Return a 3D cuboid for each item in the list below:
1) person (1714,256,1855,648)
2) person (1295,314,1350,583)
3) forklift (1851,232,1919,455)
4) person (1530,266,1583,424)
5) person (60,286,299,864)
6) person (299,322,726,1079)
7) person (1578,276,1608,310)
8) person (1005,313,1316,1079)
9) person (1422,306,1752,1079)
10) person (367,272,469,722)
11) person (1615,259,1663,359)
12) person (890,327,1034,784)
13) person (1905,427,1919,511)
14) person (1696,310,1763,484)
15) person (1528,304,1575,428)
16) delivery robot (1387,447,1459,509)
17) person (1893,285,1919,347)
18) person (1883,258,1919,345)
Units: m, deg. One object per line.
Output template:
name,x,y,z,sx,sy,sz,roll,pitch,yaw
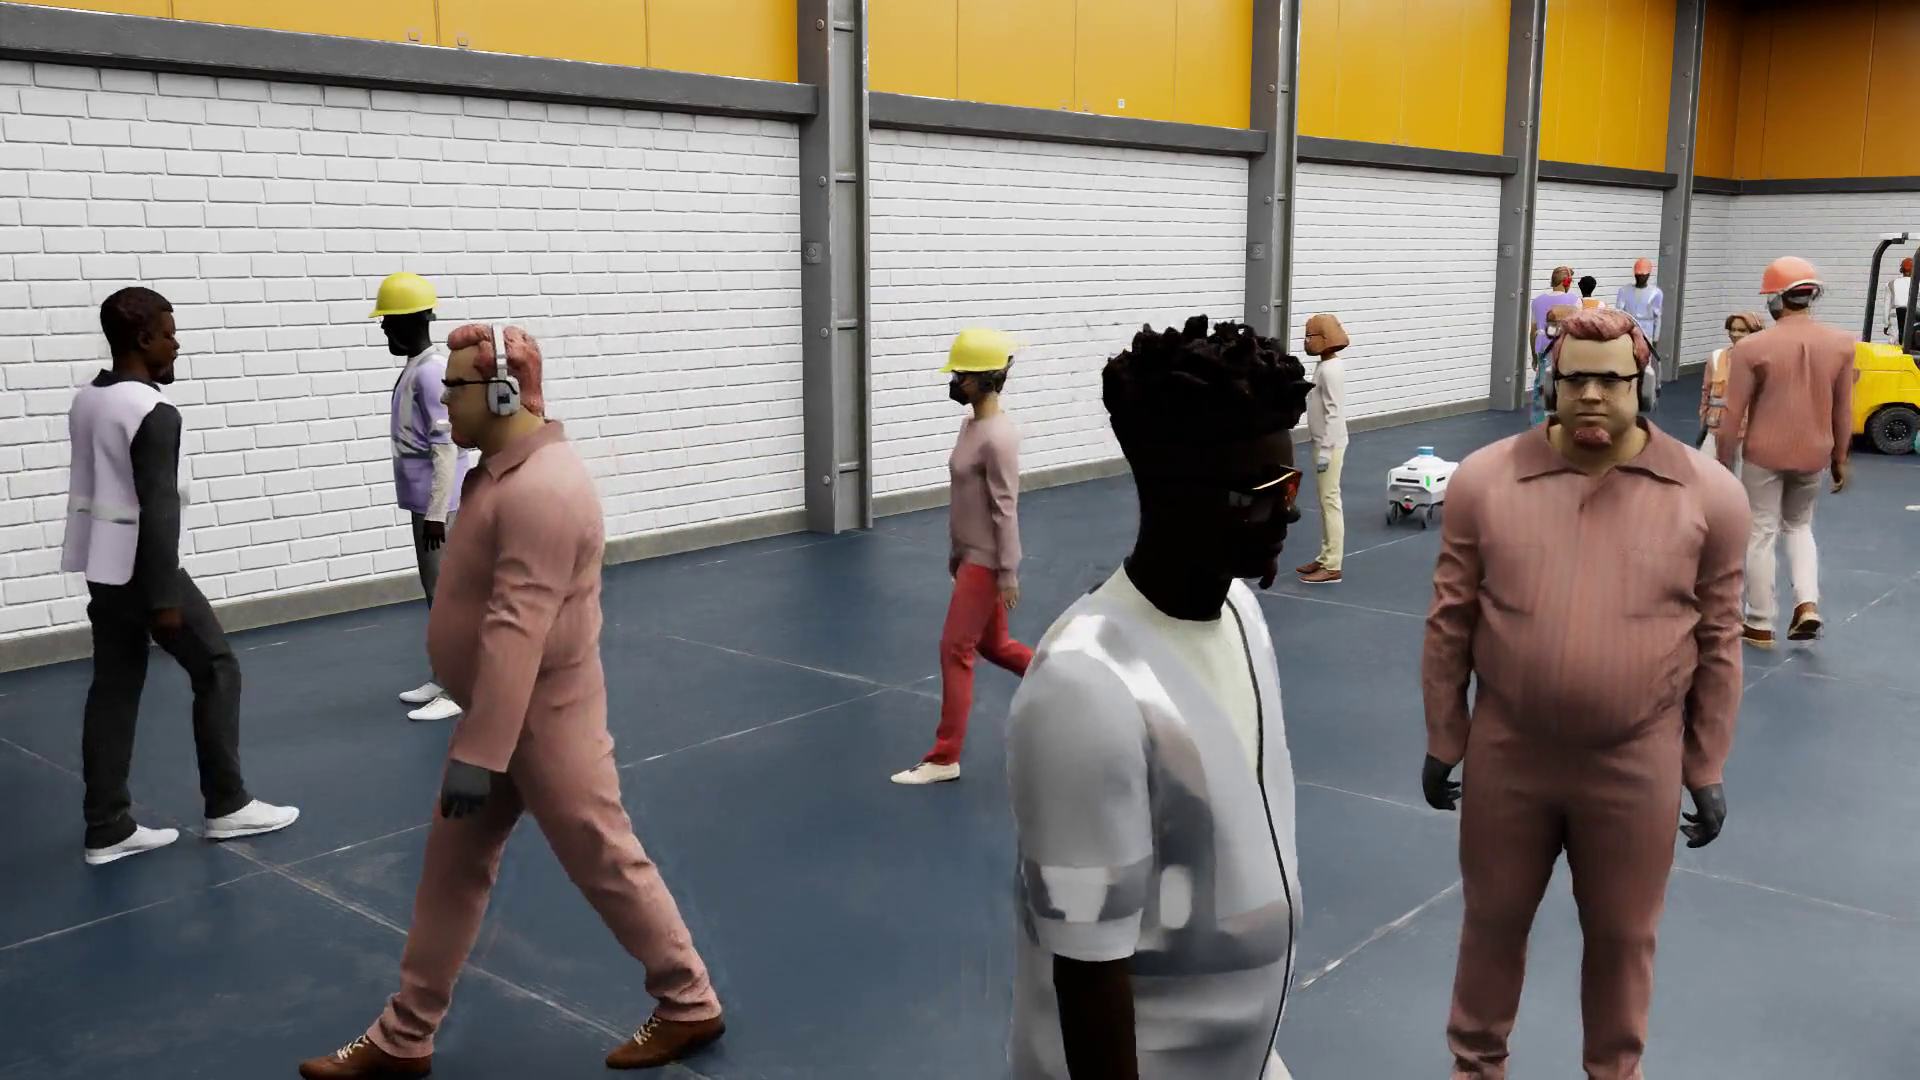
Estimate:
person,4.126,-0.425,8.370,0.648,1.981,0.415,0,10,0
person,2.214,-0.552,10.111,0.286,1.632,0.501,2,10,10
forklift,9.955,-1.972,16.595,2.313,2.155,1.214,1,10,8
person,6.114,-1.881,17.093,0.389,1.837,0.563,-9,13,-41
person,-2.650,0.107,5.599,0.611,1.890,0.792,8,13,38
person,-1.057,0.413,3.979,0.999,1.858,0.638,-5,11,-27
person,7.704,-2.409,20.529,0.532,1.691,0.321,3,10,15
person,0.329,0.688,2.158,0.605,1.943,0.620,6,12,30
person,1.319,0.457,3.590,0.651,1.904,0.404,4,11,22
person,-2.306,-0.183,7.174,0.377,1.922,0.594,-4,11,-22
person,8.740,-2.672,21.491,0.562,1.885,1.013,7,12,34
person,0.148,0.062,6.311,0.786,1.743,0.529,-1,10,-8
person,7.502,-1.045,12.598,0.474,1.754,0.531,9,13,41
person,5.016,-0.670,10.777,0.373,1.623,0.545,-7,12,-34
person,4.411,-0.922,12.254,0.412,1.613,0.521,-5,11,-25
delivery robot,3.444,-0.449,12.320,0.477,0.478,0.707,7,12,35
person,11.052,-2.294,19.204,0.638,1.919,0.594,-7,12,-36
person,13.637,-3.119,24.010,0.575,1.885,0.355,9,14,43
